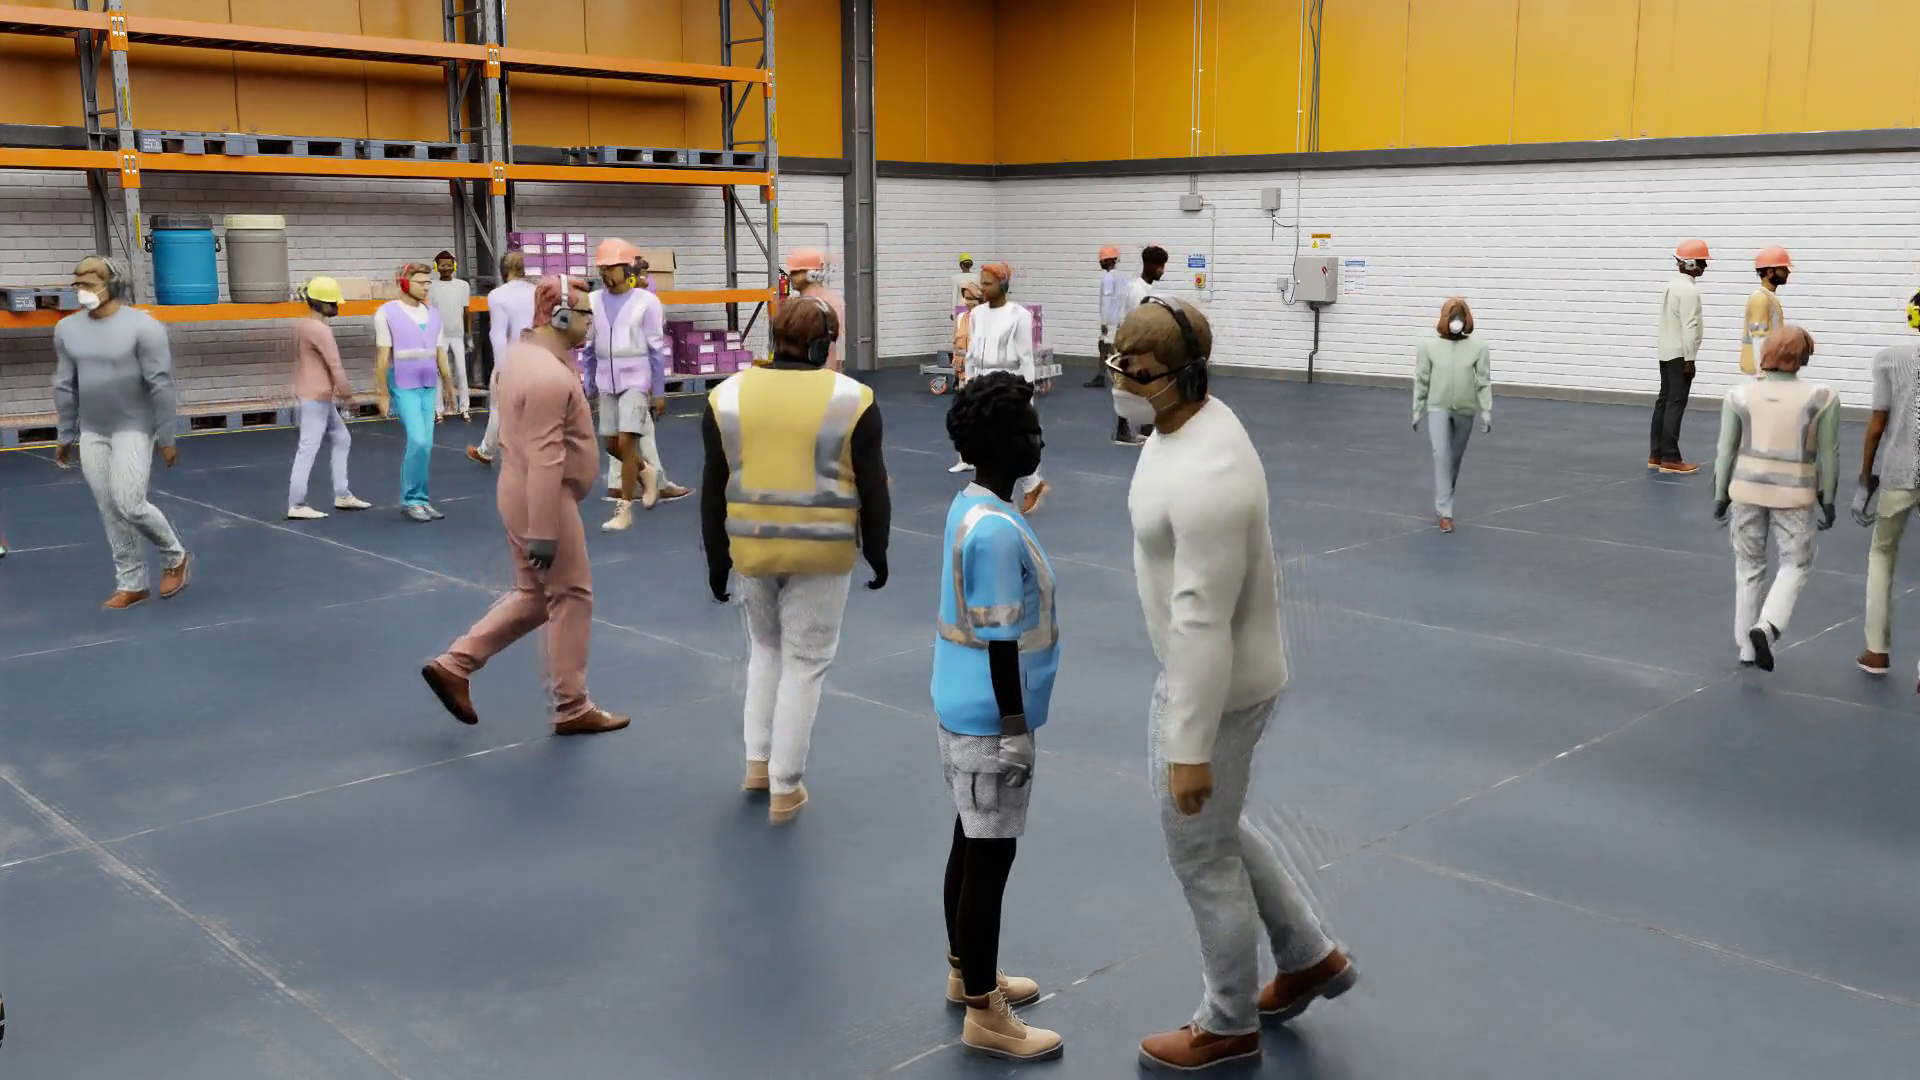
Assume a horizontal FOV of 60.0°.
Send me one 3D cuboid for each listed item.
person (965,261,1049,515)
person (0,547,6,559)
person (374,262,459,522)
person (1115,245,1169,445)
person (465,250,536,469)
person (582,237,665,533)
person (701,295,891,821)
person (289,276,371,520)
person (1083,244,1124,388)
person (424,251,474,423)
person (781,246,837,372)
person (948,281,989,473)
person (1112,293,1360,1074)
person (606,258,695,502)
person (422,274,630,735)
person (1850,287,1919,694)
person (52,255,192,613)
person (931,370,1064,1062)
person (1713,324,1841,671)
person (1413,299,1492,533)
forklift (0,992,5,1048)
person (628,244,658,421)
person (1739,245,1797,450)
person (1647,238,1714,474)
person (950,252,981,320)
[{"bbox_3d":[0.325,-1.039,11.741,0.897,1.858,0.592,-9,13,-39],"label":"person"},{"bbox_3d":[-6.195,-0.625,9.812,0.881,1.725,0.527,-2,11,-12],"label":"person"},{"bbox_3d":[-3.815,-1.038,11.753,0.534,1.830,0.606,5,12,26],"label":"person"},{"bbox_3d":[1.777,-1.848,15.923,0.653,1.926,0.637,3,11,17],"label":"person"},{"bbox_3d":[-3.810,-1.508,14.182,1.013,1.884,0.655,8,13,36],"label":"person"},{"bbox_3d":[-2.304,-1.092,11.588,0.614,2.021,0.814,4,11,19],"label":"person"},{"bbox_3d":[-0.555,0.055,5.862,0.643,1.814,0.600,2,11,12],"label":"person"},{"bbox_3d":[-4.509,-1.008,11.900,0.751,1.724,0.535,-7,12,-32],"label":"person"},{"bbox_3d":[2.065,-2.930,21.914,0.832,1.911,0.546,4,11,19],"label":"person"},{"bbox_3d":[-5.529,-2.191,17.998,0.509,1.860,0.318,-4,11,-22],"label":"person"},{"bbox_3d":[-1.024,-1.189,12.290,1.005,1.956,0.624,-6,12,-31],"label":"person"},{"bbox_3d":[0.140,-1.363,14.073,0.512,1.639,0.312,9,14,41],"label":"person"},{"bbox_3d":[0.646,0.372,3.921,0.661,1.895,0.684,1,10,3],"label":"person"},{"bbox_3d":[-2.372,-1.202,12.624,0.750,1.844,0.563,-1,10,-5],"label":"person"},{"bbox_3d":[-1.760,-0.118,6.636,0.720,1.875,0.667,-4,11,-23],"label":"person"},{"bbox_3d":[4.276,-0.244,7.411,0.551,1.839,0.791,4,11,21],"label":"person"},{"bbox_3d":[-4.523,-0.561,8.948,0.636,1.922,0.468,3,11,14],"label":"person"},{"bbox_3d":[0.090,0.429,4.138,0.318,1.699,0.535,-1,10,-6],"label":"person"},{"bbox_3d":[3.729,-0.179,7.646,0.529,1.620,0.559,8,13,38],"label":"person"},{"bbox_3d":[3.435,-0.886,11.608,0.512,1.589,0.841,1,10,5],"label":"person"},{"bbox_3d":[-3.245,0.323,3.363,2.313,2.155,1.214,2,11,13],"label":"forklift"},{"bbox_3d":[-3.493,-2.213,17.921,0.385,1.928,0.546,4,11,23],"label":"person"},{"bbox_3d":[6.443,-1.373,13.336,0.392,1.942,0.549,6,12,28],"label":"person"},{"bbox_3d":[6.179,-1.573,14.244,0.396,1.992,0.618,1,10,5],"label":"person"},{"bbox_3d":[0.093,-3.484,25.295,0.525,1.769,0.310,-4,11,-23],"label":"person"}]
